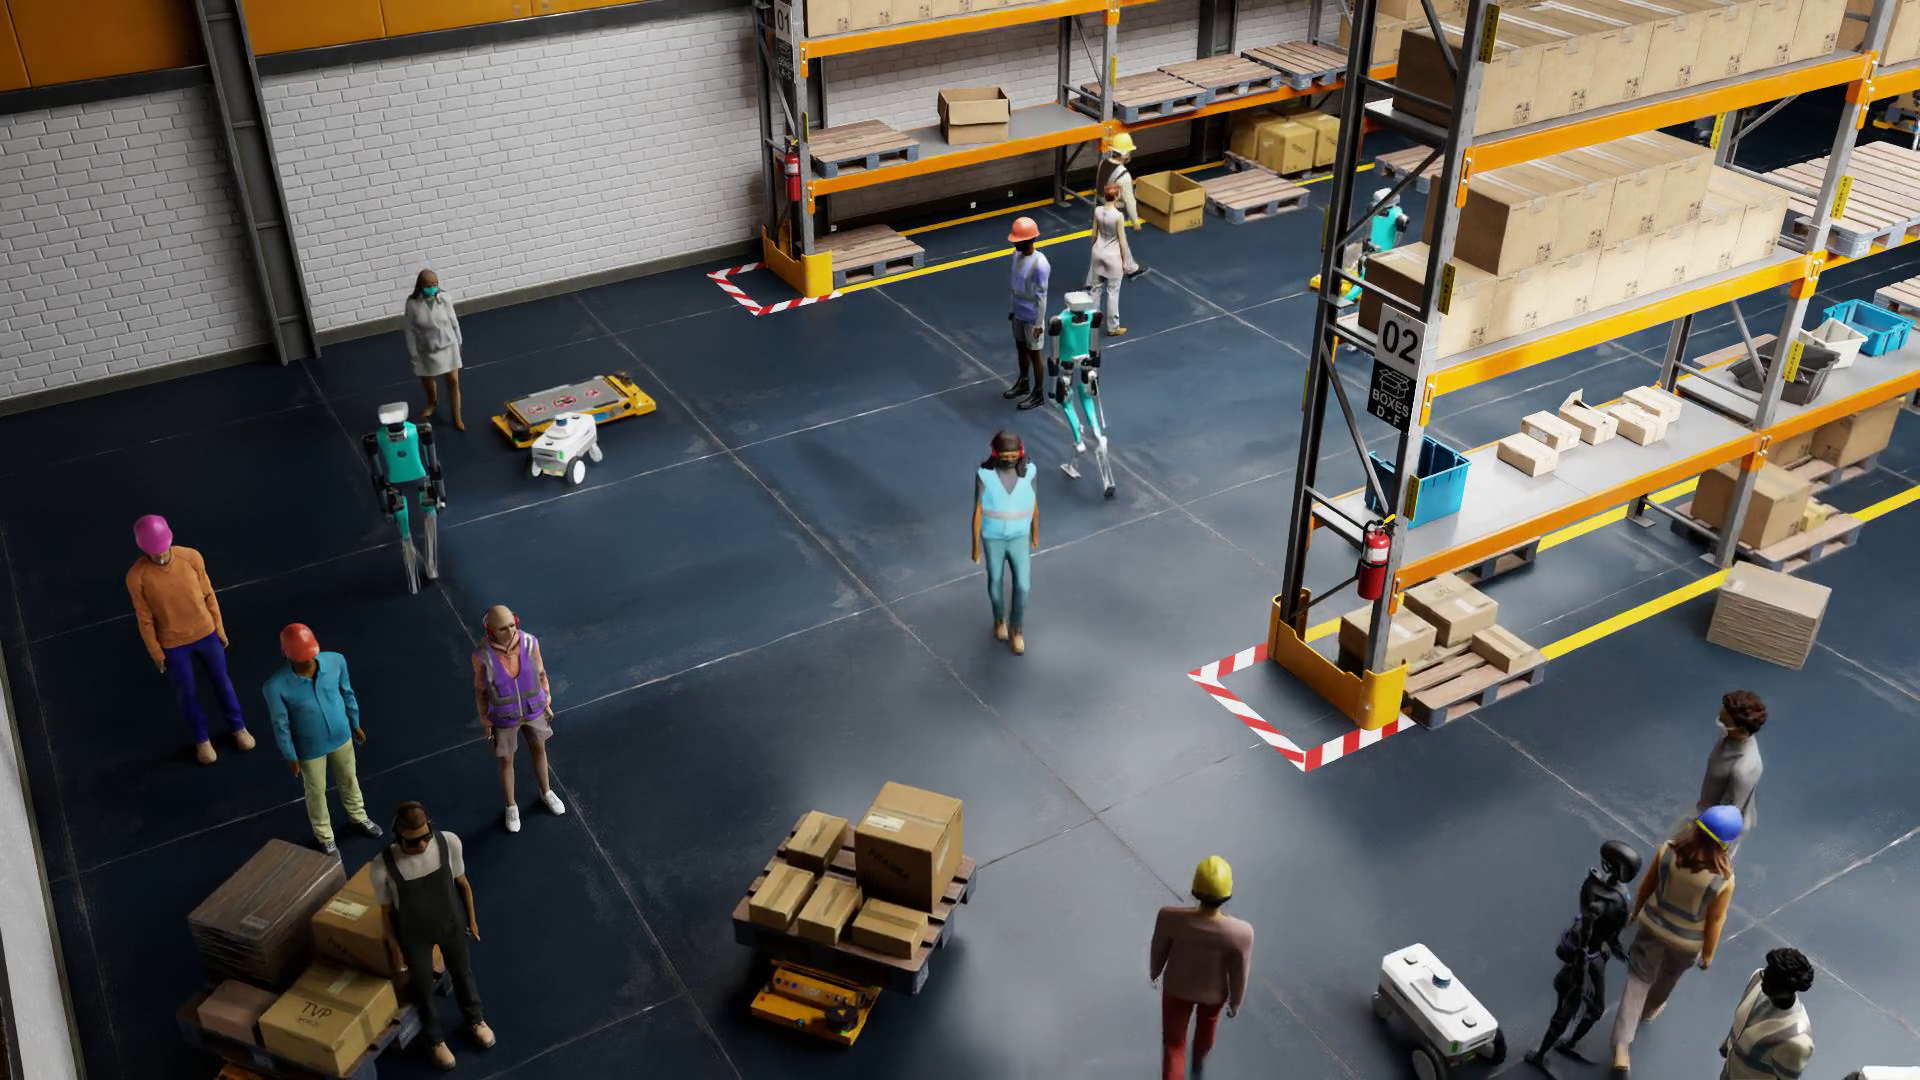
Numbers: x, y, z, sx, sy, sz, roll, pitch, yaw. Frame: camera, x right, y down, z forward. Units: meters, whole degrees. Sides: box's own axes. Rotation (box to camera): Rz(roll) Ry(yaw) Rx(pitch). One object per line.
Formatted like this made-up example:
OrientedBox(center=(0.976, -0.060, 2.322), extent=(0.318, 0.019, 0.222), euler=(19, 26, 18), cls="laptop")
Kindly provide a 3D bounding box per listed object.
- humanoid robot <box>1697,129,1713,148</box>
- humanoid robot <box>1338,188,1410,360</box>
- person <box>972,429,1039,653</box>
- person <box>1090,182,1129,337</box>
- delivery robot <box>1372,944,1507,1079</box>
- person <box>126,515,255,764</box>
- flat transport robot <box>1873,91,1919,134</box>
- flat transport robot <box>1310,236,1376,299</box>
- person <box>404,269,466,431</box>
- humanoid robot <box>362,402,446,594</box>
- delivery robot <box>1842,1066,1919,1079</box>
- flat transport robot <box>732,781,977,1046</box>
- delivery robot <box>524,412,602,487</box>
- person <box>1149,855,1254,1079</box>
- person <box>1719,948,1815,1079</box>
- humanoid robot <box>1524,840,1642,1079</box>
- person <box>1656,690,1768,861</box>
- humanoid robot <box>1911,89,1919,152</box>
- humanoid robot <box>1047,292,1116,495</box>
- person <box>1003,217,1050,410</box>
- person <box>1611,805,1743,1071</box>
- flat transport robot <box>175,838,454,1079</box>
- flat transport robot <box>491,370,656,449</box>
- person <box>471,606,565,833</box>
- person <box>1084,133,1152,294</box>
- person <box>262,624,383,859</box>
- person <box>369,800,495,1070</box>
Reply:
OrientedBox(center=(8.297, -3.910, 19.065), extent=(0.798, 1.645, 0.607), euler=(-5, 33, -9), cls="humanoid robot")
OrientedBox(center=(4.107, -2.648, 16.959), extent=(0.704, 1.842, 0.537), euler=(-15, 35, -23), cls="humanoid robot")
OrientedBox(center=(0.349, 0.027, 12.555), extent=(0.541, 1.841, 0.652), euler=(-3, 32, -5), cls="person")
OrientedBox(center=(1.567, -2.957, 17.486), extent=(0.450, 1.661, 0.283), euler=(26, 40, 35), cls="person")
OrientedBox(center=(2.733, 2.703, 9.507), extent=(0.499, 0.598, 0.777), euler=(-14, 35, -21), cls="delivery robot")
OrientedBox(center=(-5.320, 0.664, 11.428), extent=(0.517, 1.973, 0.400), euler=(-23, 39, -32), cls="person")
OrientedBox(center=(13.679, -5.790, 23.318), extent=(0.659, 0.231, 1.431), euler=(-26, 40, -35), cls="flat transport robot")
OrientedBox(center=(4.647, -3.135, 19.083), extent=(0.659, 0.231, 1.431), euler=(22, 38, 31), cls="flat transport robot")
OrientedBox(center=(-4.975, -1.850, 15.747), extent=(0.509, 1.629, 0.606), euler=(-11, 34, -17), cls="person")
OrientedBox(center=(-4.404, -0.366, 13.347), extent=(0.537, 1.844, 0.766), euler=(-11, 34, -17), cls="humanoid robot")
OrientedBox(center=(5.199, 3.060, 8.940), extent=(0.804, 0.600, 0.499), euler=(1, 32, 2), cls="delivery robot")
OrientedBox(center=(-0.665, 2.438, 10.196), extent=(0.659, 0.231, 1.431), euler=(12, 34, 18), cls="flat transport robot")
OrientedBox(center=(-3.610, -0.837, 15.167), extent=(0.518, 0.613, 0.785), euler=(8, 33, 13), cls="delivery robot")
OrientedBox(center=(1.264, 2.401, 8.876), extent=(0.521, 1.735, 0.832), euler=(4, 32, 6), cls="person")
OrientedBox(center=(4.029, 2.707, 8.430), extent=(0.319, 1.692, 0.535), euler=(1, 32, 1), cls="person")
OrientedBox(center=(3.444, 2.295, 9.093), extent=(0.355, 1.650, 0.599), euler=(24, 39, 33), cls="humanoid robot")
OrientedBox(center=(4.461, 1.673, 9.896), extent=(0.526, 1.878, 0.562), euler=(5, 32, 8), cls="person")
OrientedBox(center=(13.041, -6.001, 22.283), extent=(0.615, 1.788, 0.839), euler=(14, 35, 21), cls="humanoid robot")
OrientedBox(center=(1.146, -1.213, 14.700), extent=(0.550, 1.842, 0.871), euler=(-16, 35, -24), cls="humanoid robot")
OrientedBox(center=(0.626, -2.190, 16.020), extent=(0.385, 1.929, 0.543), euler=(-17, 36, -25), cls="person")
OrientedBox(center=(3.923, 2.196, 9.209), extent=(0.483, 1.731, 0.819), euler=(23, 39, 32), cls="person")
OrientedBox(center=(-3.668, 2.813, 9.598), extent=(0.659, 0.231, 1.431), euler=(12, 34, 18), cls="flat transport robot")
OrientedBox(center=(-3.740, -1.269, 16.107), extent=(1.431, 0.231, 0.659), euler=(-20, 37, -29), cls="flat transport robot")
OrientedBox(center=(-2.912, 1.144, 10.918), extent=(0.482, 1.694, 0.345), euler=(-18, 36, -27), cls="person")
OrientedBox(center=(1.787, -3.612, 18.413), extent=(0.903, 1.787, 0.603), euler=(-9, 33, -14), cls="person")
OrientedBox(center=(-4.086, 1.267, 10.664), extent=(0.327, 1.751, 0.562), euler=(25, 40, 33), cls="person")
OrientedBox(center=(-2.909, 2.156, 9.176), extent=(0.499, 1.839, 0.343), euler=(-20, 37, -28), cls="person")
